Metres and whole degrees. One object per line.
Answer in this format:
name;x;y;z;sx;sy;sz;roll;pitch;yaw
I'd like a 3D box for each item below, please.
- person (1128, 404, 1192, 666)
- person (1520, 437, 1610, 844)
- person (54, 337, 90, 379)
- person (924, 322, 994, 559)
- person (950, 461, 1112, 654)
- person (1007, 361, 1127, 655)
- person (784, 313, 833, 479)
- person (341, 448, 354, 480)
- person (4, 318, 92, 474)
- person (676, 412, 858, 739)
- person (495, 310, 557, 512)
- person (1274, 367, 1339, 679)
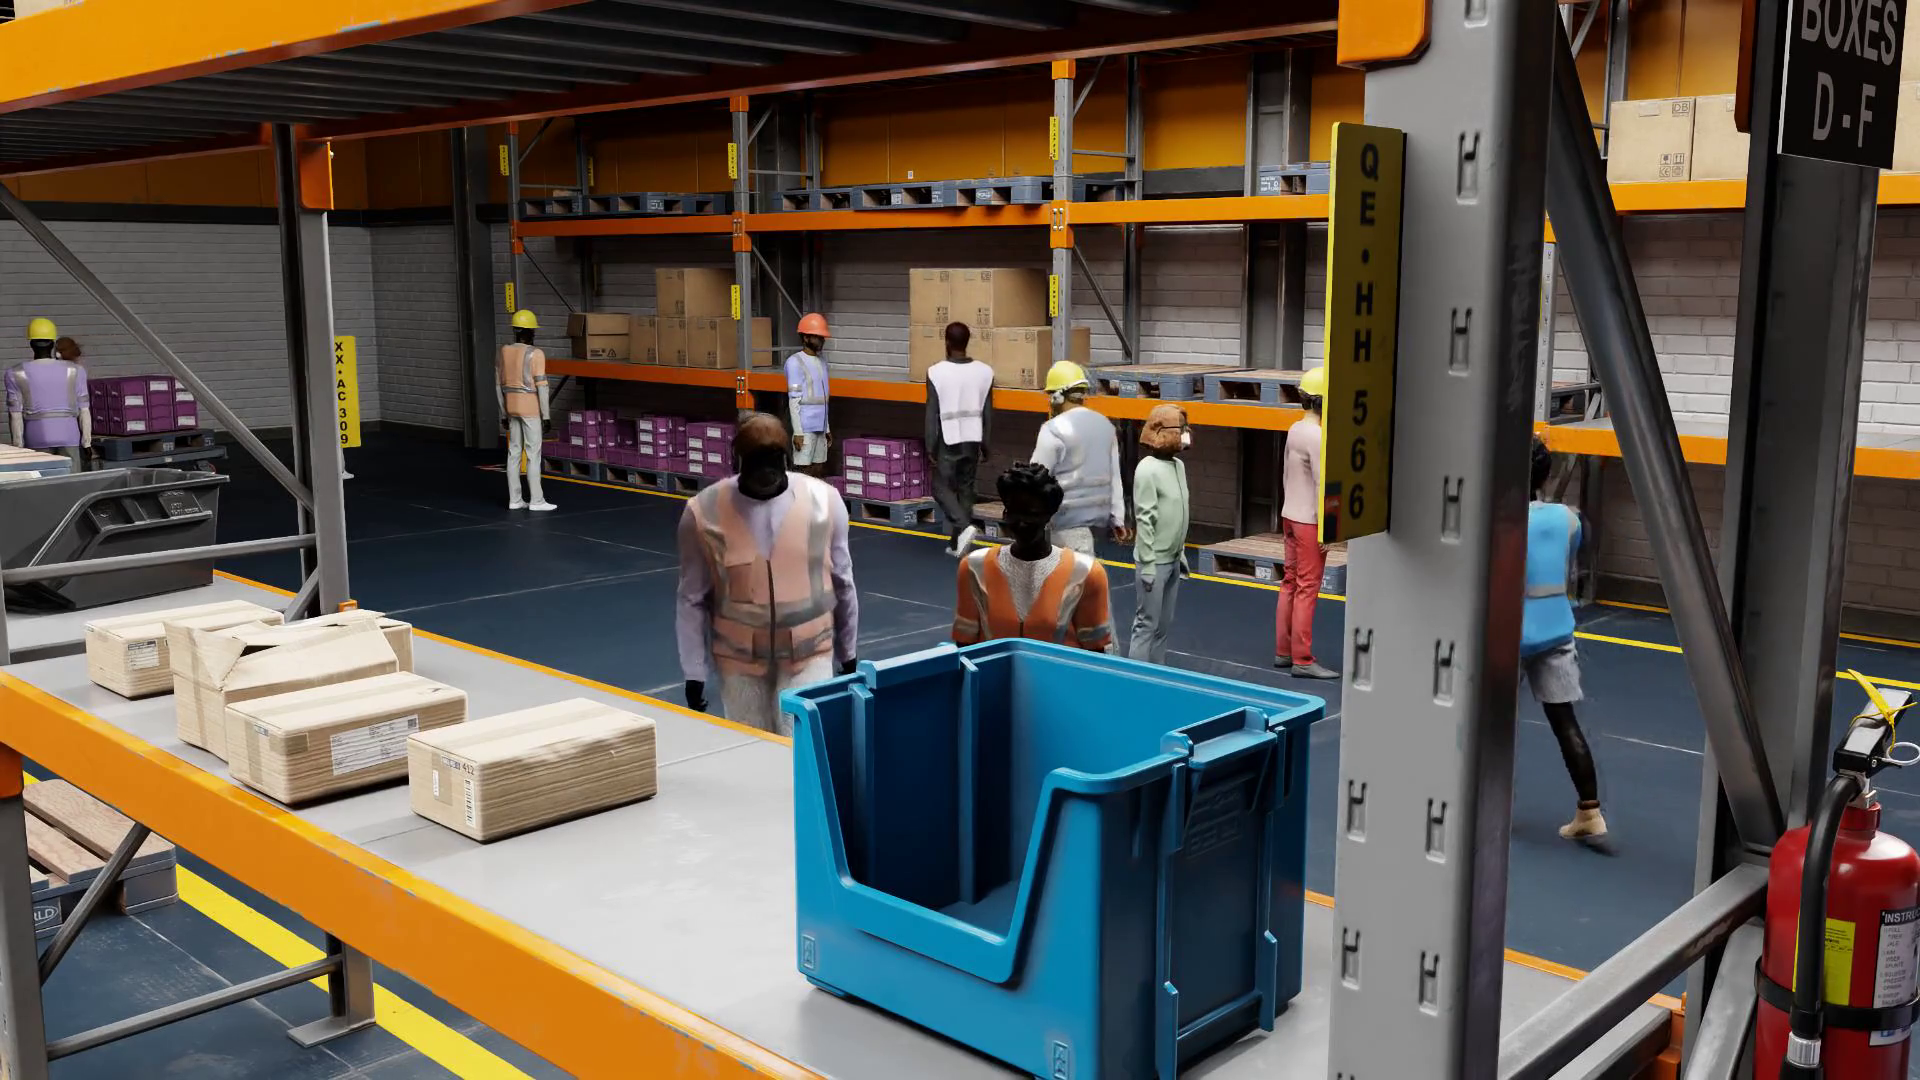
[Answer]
person;1.038;0.119;8.515;0.278;1.636;0.498;5;11;28
person;2.326;0.392;6.800;0.541;1.654;0.882;-4;10;-23
person;-9.525;-1.403;17.971;0.513;1.602;0.815;5;11;29
person;0.002;-0.770;13.147;0.614;1.902;0.668;-4;10;-25
person;0.226;0.578;5.517;0.540;1.696;0.317;2;10;13
person;0.595;-0.135;9.636;0.911;1.777;0.592;8;12;39
person;-1.272;-0.979;14.328;0.355;1.938;0.544;4;10;26
person;-6.948;-1.581;18.220;0.513;1.875;0.328;0;9;1
person;-7.187;-0.782;13.152;0.585;1.928;0.369;-7;11;-36
person;-0.682;0.453;5.950;0.657;1.804;0.848;-1;9;-7
person;-4.149;-1.230;15.899;0.595;1.925;0.372;5;10;27
person;2.008;-0.100;9.469;0.327;1.767;0.533;-2;9;-9
